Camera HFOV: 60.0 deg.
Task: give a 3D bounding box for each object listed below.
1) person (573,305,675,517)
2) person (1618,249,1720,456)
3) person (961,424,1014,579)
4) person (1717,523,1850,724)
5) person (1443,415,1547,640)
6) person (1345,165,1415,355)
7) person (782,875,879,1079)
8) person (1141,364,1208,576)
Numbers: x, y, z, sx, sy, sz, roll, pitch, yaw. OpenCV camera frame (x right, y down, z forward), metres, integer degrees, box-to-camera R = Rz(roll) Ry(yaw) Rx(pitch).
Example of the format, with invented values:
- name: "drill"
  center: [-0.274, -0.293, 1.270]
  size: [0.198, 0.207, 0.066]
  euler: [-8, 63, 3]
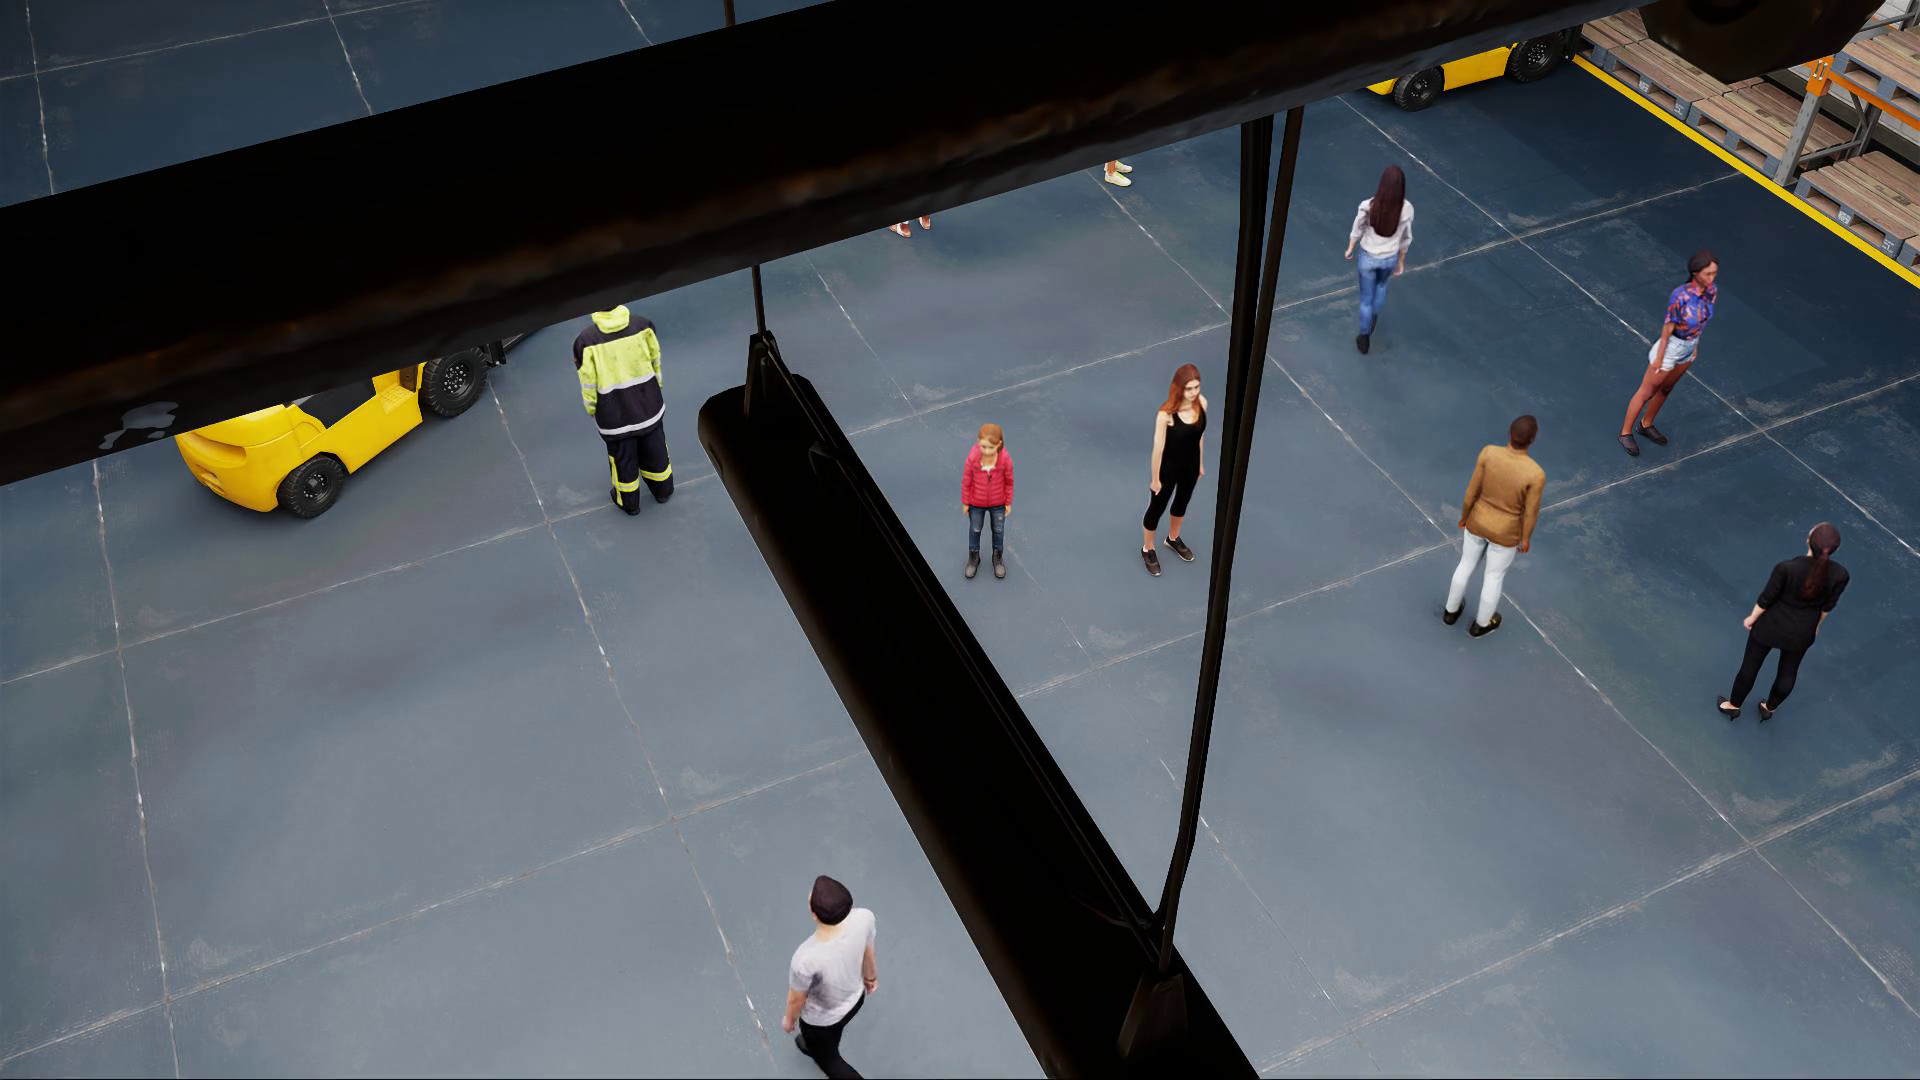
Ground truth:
- name: "person"
  center: [-2.390, -1.028, 11.850]
  size: [0.791, 1.983, 0.667]
  euler: [-23, 48, -22]
- name: "person"
  center: [5.331, -1.413, 12.428]
  size: [0.594, 1.743, 0.516]
  euler: [-20, 47, -20]
- name: "person"
  center: [0.191, -0.285, 11.551]
  size: [0.586, 1.318, 0.612]
  euler: [1, 44, 1]
- name: "person"
  center: [5.172, 0.548, 10.428]
  size: [0.689, 1.661, 0.723]
  euler: [8, 44, 8]
- name: "person"
  center: [3.530, -0.092, 10.988]
  size: [0.633, 1.816, 0.779]
  euler: [29, 51, 27]
- name: "person"
  center: [3.372, -2.201, 13.348]
  size: [0.740, 1.614, 0.809]
  euler: [-2, 44, -2]
- name: "person"
  center: [-0.593, 2.385, 8.373]
  size: [1.206, 1.837, 0.989]
  euler: [29, 51, 27]
- name: "person"
  center: [1.499, -0.513, 11.496]
  size: [0.590, 1.725, 0.520]
  euler: [-21, 48, -21]
